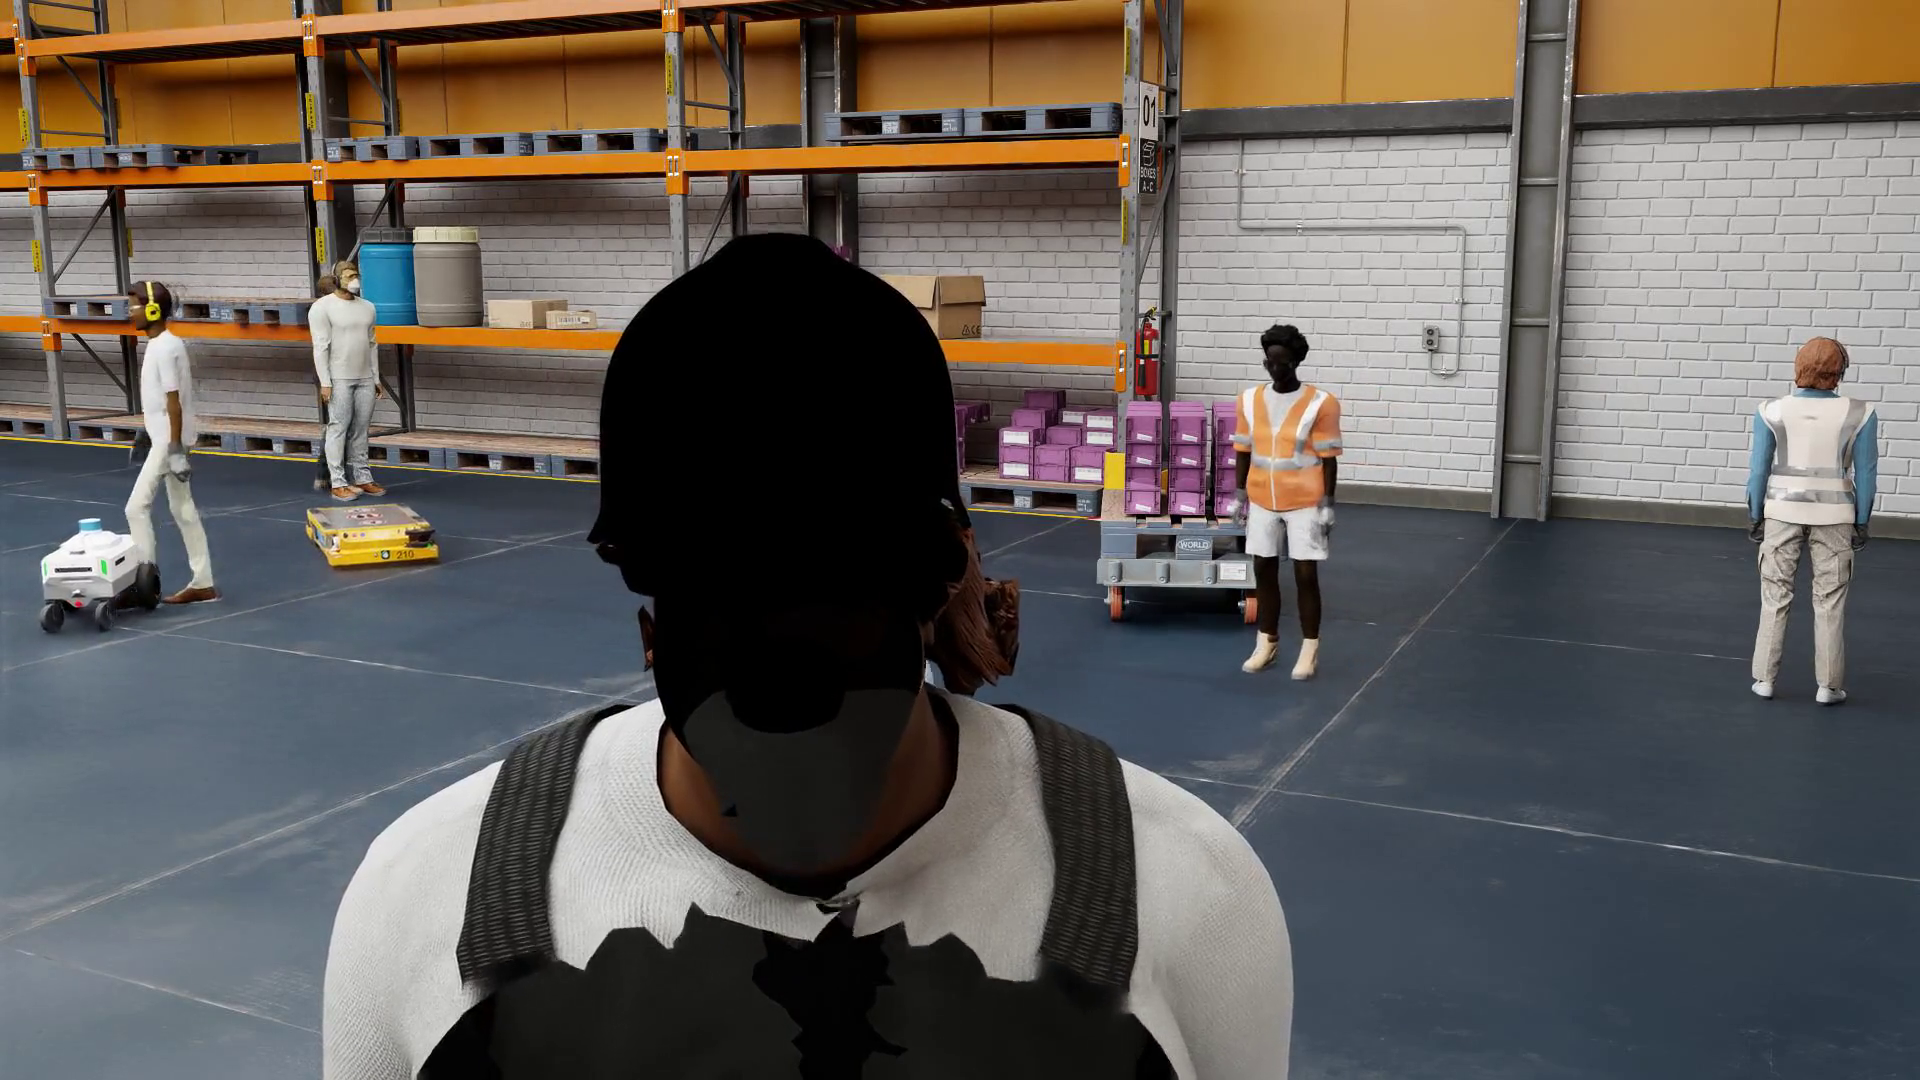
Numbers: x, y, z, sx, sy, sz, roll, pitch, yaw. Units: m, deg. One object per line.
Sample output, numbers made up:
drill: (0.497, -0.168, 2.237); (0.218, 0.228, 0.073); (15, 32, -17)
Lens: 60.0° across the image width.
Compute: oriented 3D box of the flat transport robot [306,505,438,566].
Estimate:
flat transport robot: (-3.983, -0.057, 11.202); (0.652, 0.197, 1.431); (-5, 11, -27)

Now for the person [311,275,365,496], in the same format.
person: (-5.197, -1.263, 13.729); (0.378, 1.809, 0.631); (-4, 11, -22)

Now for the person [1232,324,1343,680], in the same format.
person: (1.524, -0.174, 7.842); (0.544, 1.685, 0.359); (7, 12, 37)

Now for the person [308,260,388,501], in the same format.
person: (-4.959, -1.296, 13.524); (0.372, 1.940, 0.631); (5, 11, 27)

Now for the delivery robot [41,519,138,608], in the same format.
delivery robot: (-4.721, 0.127, 9.065); (0.477, 0.478, 0.707); (-2, 10, -11)

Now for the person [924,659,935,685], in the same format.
person: (-0.389, 0.118, 5.923); (1.036, 1.785, 0.624); (2, 10, 13)

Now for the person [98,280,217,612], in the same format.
person: (-4.603, -0.523, 9.368); (0.705, 1.848, 0.528); (-3, 10, -18)

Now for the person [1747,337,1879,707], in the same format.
person: (3.773, -0.077, 7.398); (0.511, 1.641, 0.309); (6, 11, 30)
